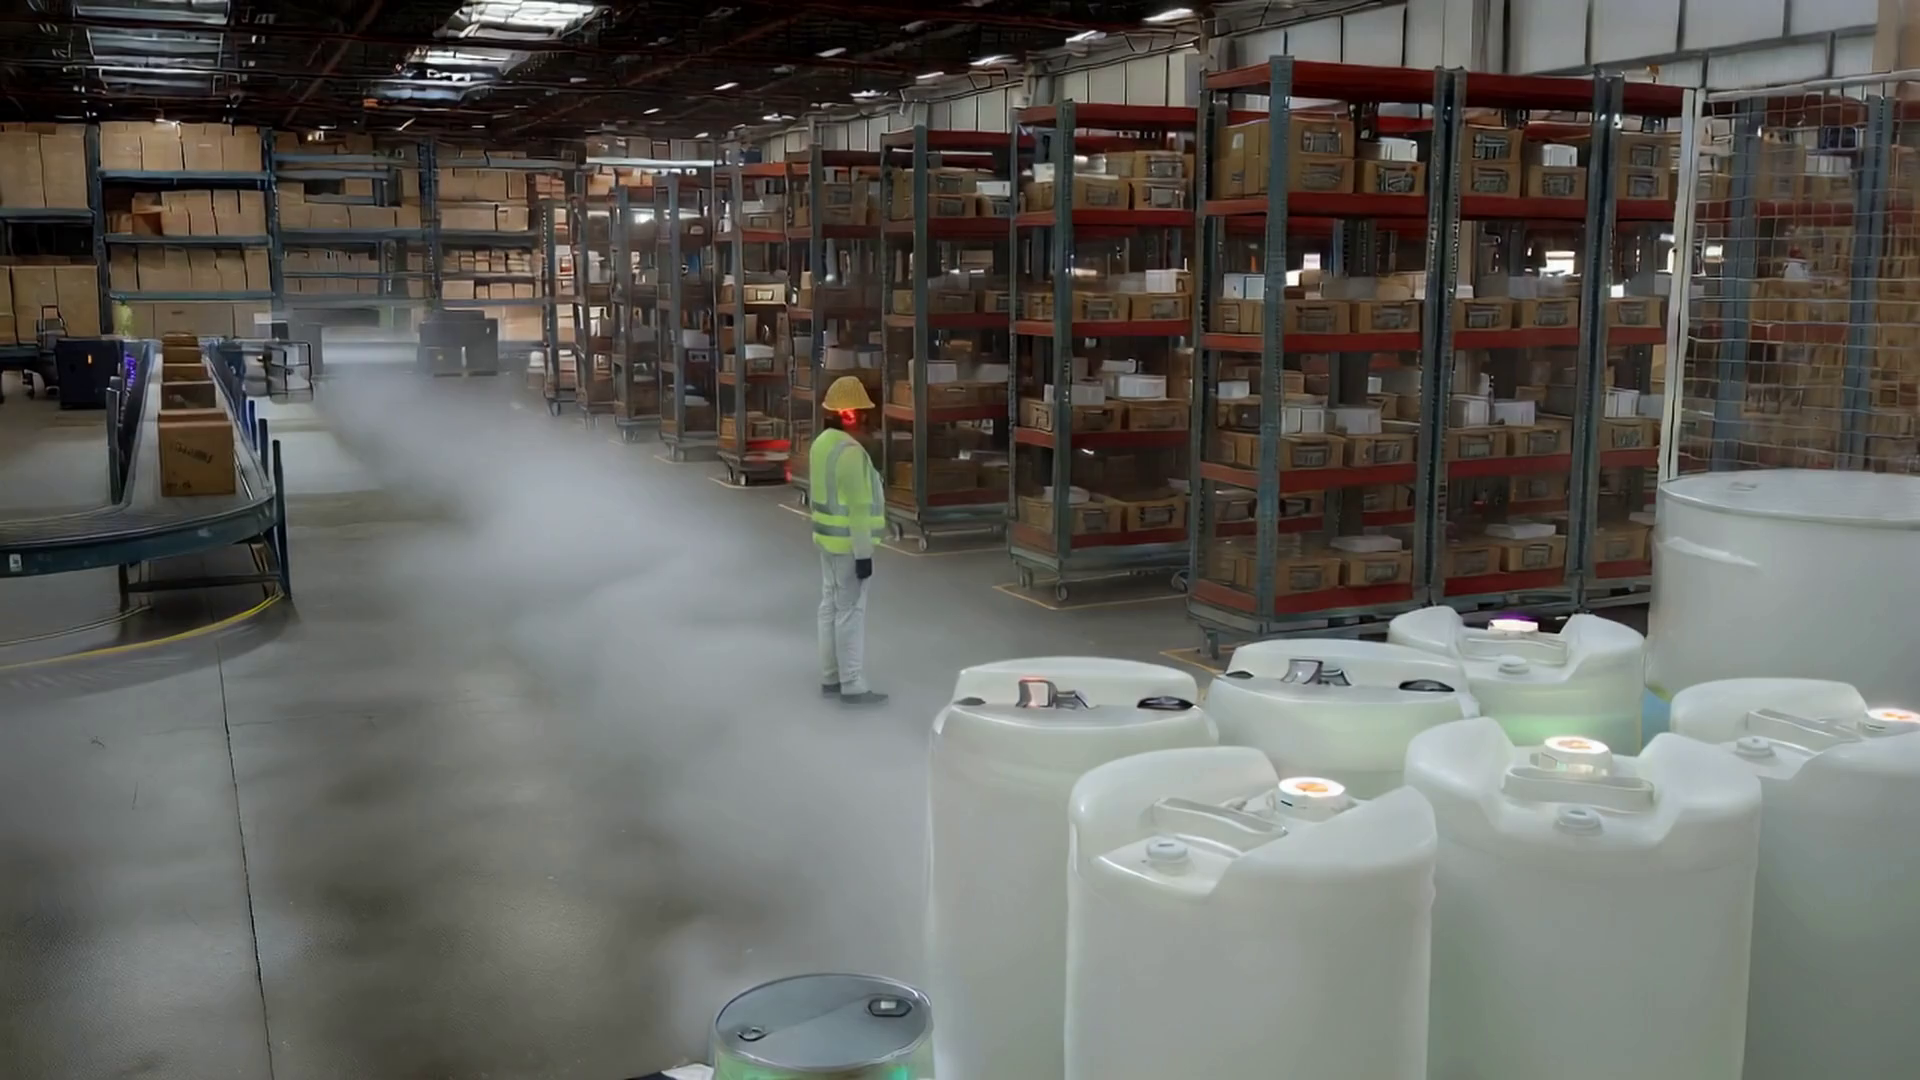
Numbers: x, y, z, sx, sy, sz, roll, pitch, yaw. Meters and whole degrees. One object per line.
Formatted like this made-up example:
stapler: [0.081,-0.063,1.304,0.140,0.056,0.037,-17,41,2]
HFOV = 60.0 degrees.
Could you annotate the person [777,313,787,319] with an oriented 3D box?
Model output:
person: [-4.984,-6.002,46.216,0.616,1.943,0.395,4,10,26]

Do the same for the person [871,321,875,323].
person: [-2.854,-7.572,56.006,1.044,1.941,0.625,5,10,29]

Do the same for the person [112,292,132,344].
person: [-20.338,-5.084,40.599,0.578,1.918,0.560,-5,10,-29]

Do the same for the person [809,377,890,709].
person: [-0.619,0.015,9.233,0.403,1.833,0.586,-4,10,-25]

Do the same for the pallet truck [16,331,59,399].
pallet truck: [-17.082,-3.353,31.781,1.630,1.274,0.653,-4,10,-25]
